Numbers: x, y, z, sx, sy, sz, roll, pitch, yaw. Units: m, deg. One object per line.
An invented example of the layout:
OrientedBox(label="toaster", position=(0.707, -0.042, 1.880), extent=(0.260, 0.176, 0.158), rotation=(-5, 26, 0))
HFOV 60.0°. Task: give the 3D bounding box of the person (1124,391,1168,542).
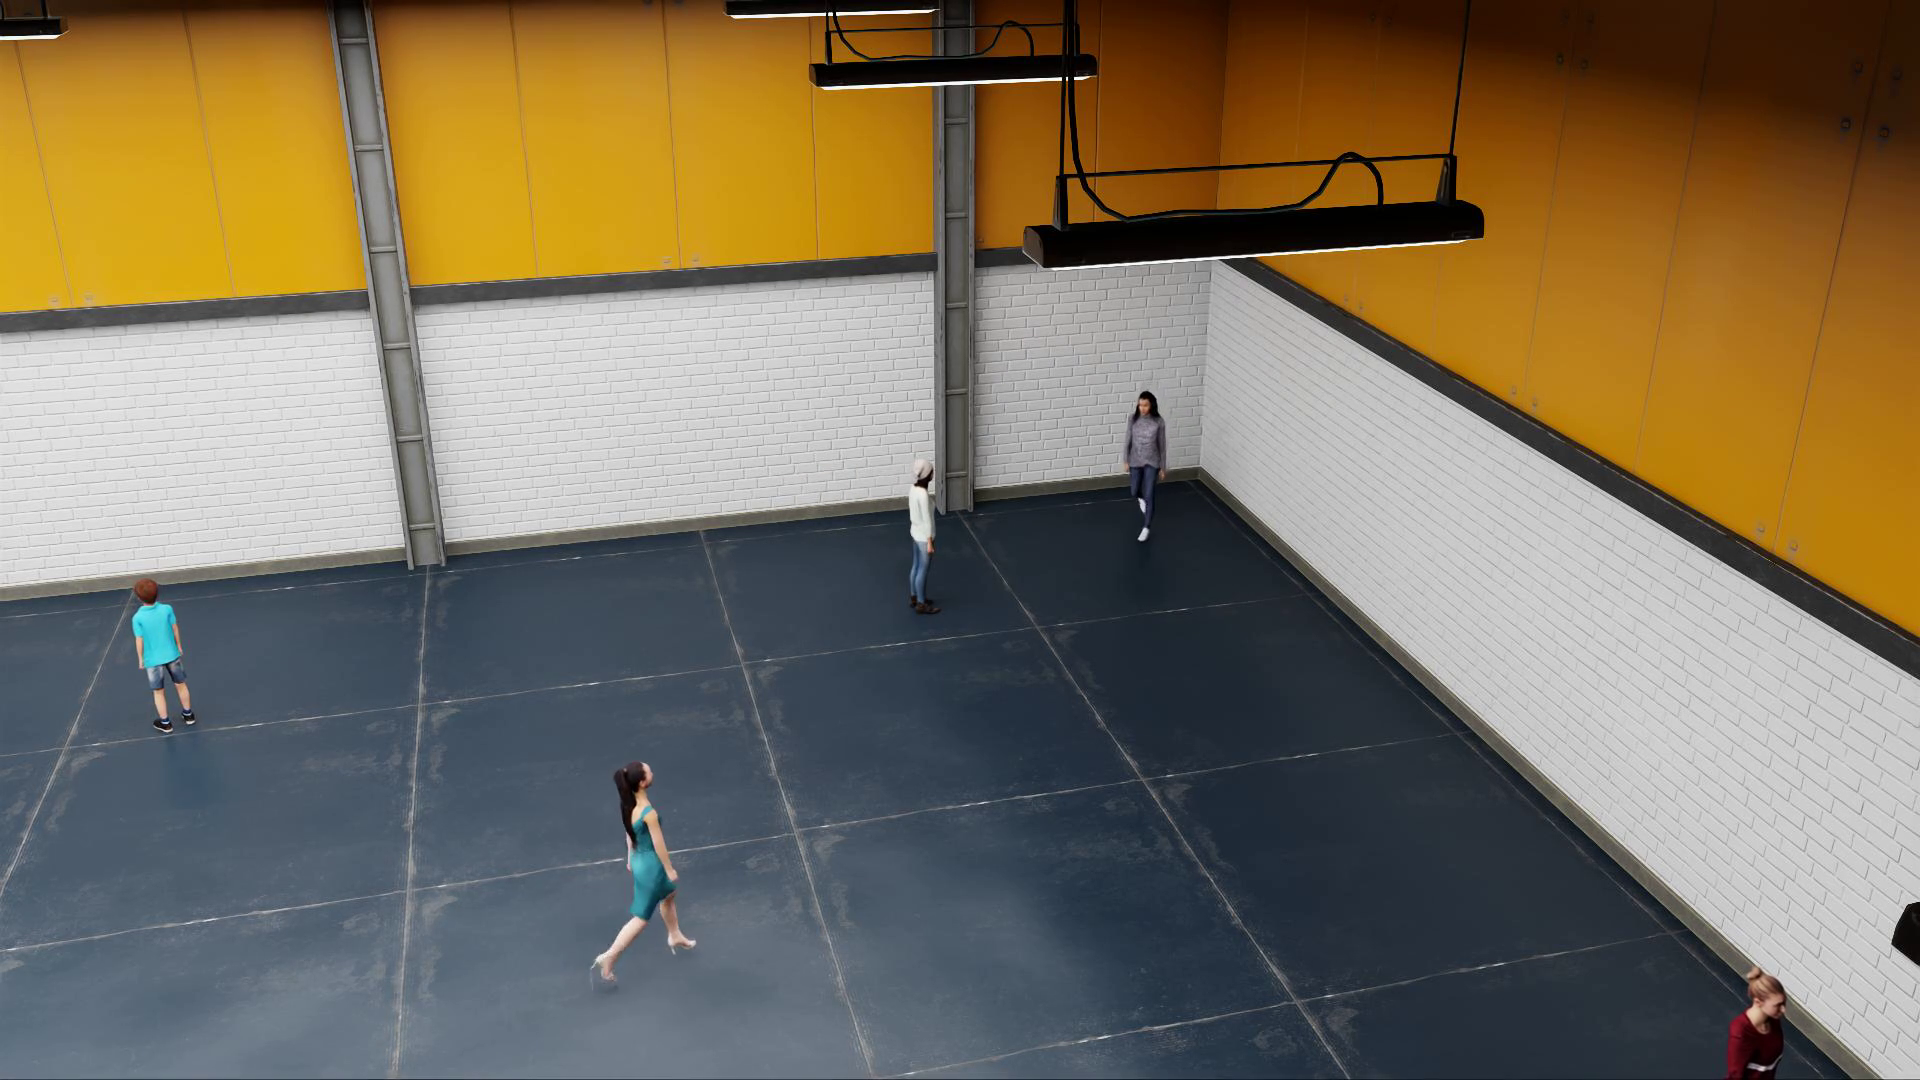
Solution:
OrientedBox(label="person", position=(2.116, -0.890, 18.768), extent=(1.045, 1.708, 1.048), rotation=(7, 25, 16))

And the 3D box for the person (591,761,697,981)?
OrientedBox(label="person", position=(-2.224, 2.317, 11.501), extent=(1.089, 1.651, 0.761), rotation=(-14, 27, -29))

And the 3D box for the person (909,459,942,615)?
OrientedBox(label="person", position=(-0.381, -0.055, 16.933), extent=(0.494, 1.647, 0.584), rotation=(-8, 25, -17))

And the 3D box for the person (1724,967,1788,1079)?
OrientedBox(label="person", position=(4.461, 3.172, 9.490), extent=(0.587, 1.697, 0.736), rotation=(-19, 30, -37))

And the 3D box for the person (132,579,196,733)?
OrientedBox(label="person", position=(-7.078, 1.005, 14.754), extent=(0.577, 1.451, 0.672), rotation=(-22, 32, -40))
